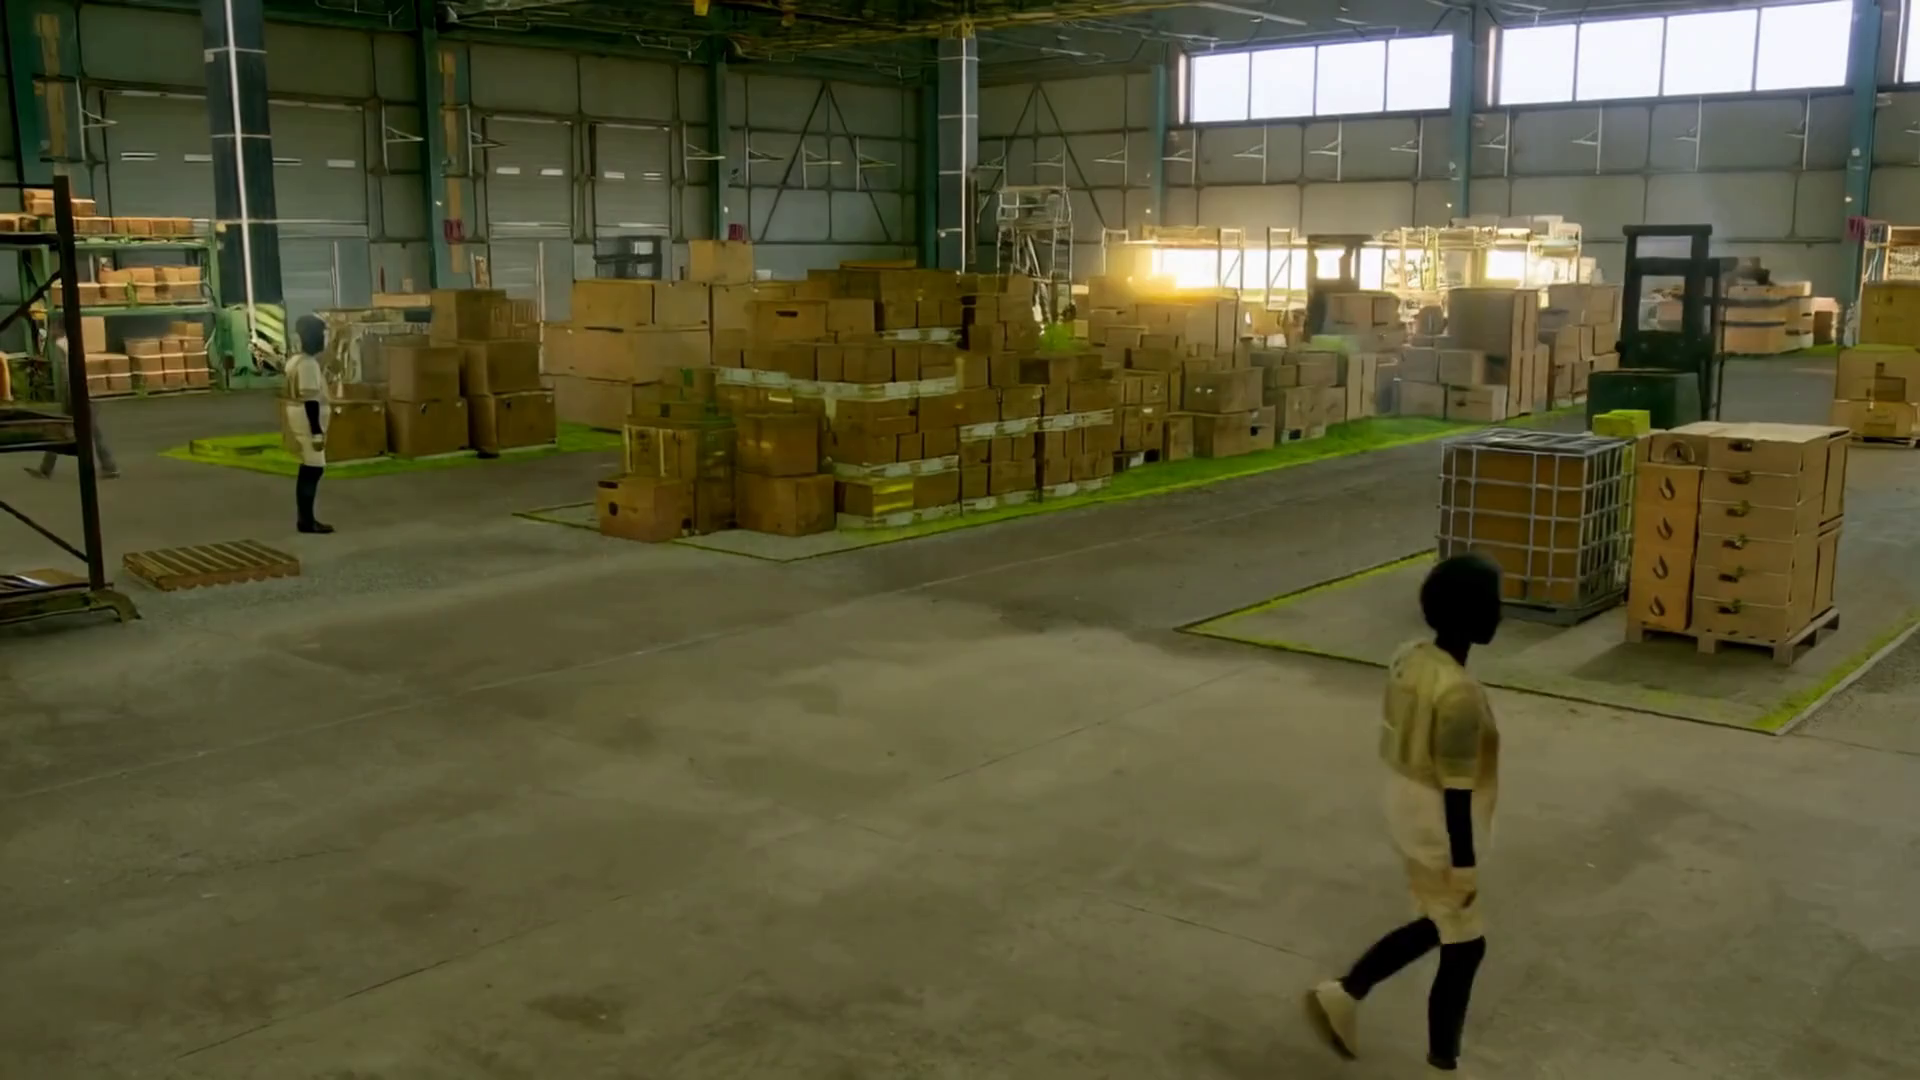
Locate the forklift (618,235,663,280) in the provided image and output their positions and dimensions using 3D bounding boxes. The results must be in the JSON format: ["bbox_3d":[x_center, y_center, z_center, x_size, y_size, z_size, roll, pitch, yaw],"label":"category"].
[{"bbox_3d":[-6.839,-5.178,35.876,1.129,2.768,1.873,4,11,23],"label":"forklift"}]

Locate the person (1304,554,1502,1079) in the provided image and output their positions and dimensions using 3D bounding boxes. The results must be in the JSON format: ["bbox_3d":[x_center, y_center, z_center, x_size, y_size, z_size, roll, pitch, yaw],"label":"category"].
[{"bbox_3d":[1.363,0.861,4.890,0.521,1.677,0.540,1,10,3],"label":"person"}]

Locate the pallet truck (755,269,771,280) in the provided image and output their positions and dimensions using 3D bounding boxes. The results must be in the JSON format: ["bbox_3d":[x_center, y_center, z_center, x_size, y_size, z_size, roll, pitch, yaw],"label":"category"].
[{"bbox_3d":[-4.996,-6.432,45.525,1.885,1.965,0.823,-6,12,-32],"label":"pallet truck"}]

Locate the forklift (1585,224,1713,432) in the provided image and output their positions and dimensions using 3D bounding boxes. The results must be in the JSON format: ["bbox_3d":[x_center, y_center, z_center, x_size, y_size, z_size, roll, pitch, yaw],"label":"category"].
[{"bbox_3d":[8.386,-2.380,19.945,1.129,2.768,1.873,8,13,40],"label":"forklift"}]

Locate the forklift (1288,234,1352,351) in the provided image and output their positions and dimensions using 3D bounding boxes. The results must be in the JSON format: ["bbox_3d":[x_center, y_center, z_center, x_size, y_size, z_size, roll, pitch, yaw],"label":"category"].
[{"bbox_3d":[7.697,-5.002,34.874,1.129,2.768,1.873,-1,10,-8],"label":"forklift"}]

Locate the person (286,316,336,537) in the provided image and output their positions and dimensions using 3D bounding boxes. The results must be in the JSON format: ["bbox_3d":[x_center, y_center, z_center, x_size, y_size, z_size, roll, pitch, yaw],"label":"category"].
[{"bbox_3d":[-5.755,-1.001,14.743,0.376,1.955,0.605,-6,12,-31],"label":"person"}]

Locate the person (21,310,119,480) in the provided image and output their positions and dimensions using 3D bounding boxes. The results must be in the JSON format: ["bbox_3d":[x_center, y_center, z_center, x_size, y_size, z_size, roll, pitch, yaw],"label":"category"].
[{"bbox_3d":[-9.755,-1.568,18.184,1.011,1.866,0.618,0,10,-1],"label":"person"}]
